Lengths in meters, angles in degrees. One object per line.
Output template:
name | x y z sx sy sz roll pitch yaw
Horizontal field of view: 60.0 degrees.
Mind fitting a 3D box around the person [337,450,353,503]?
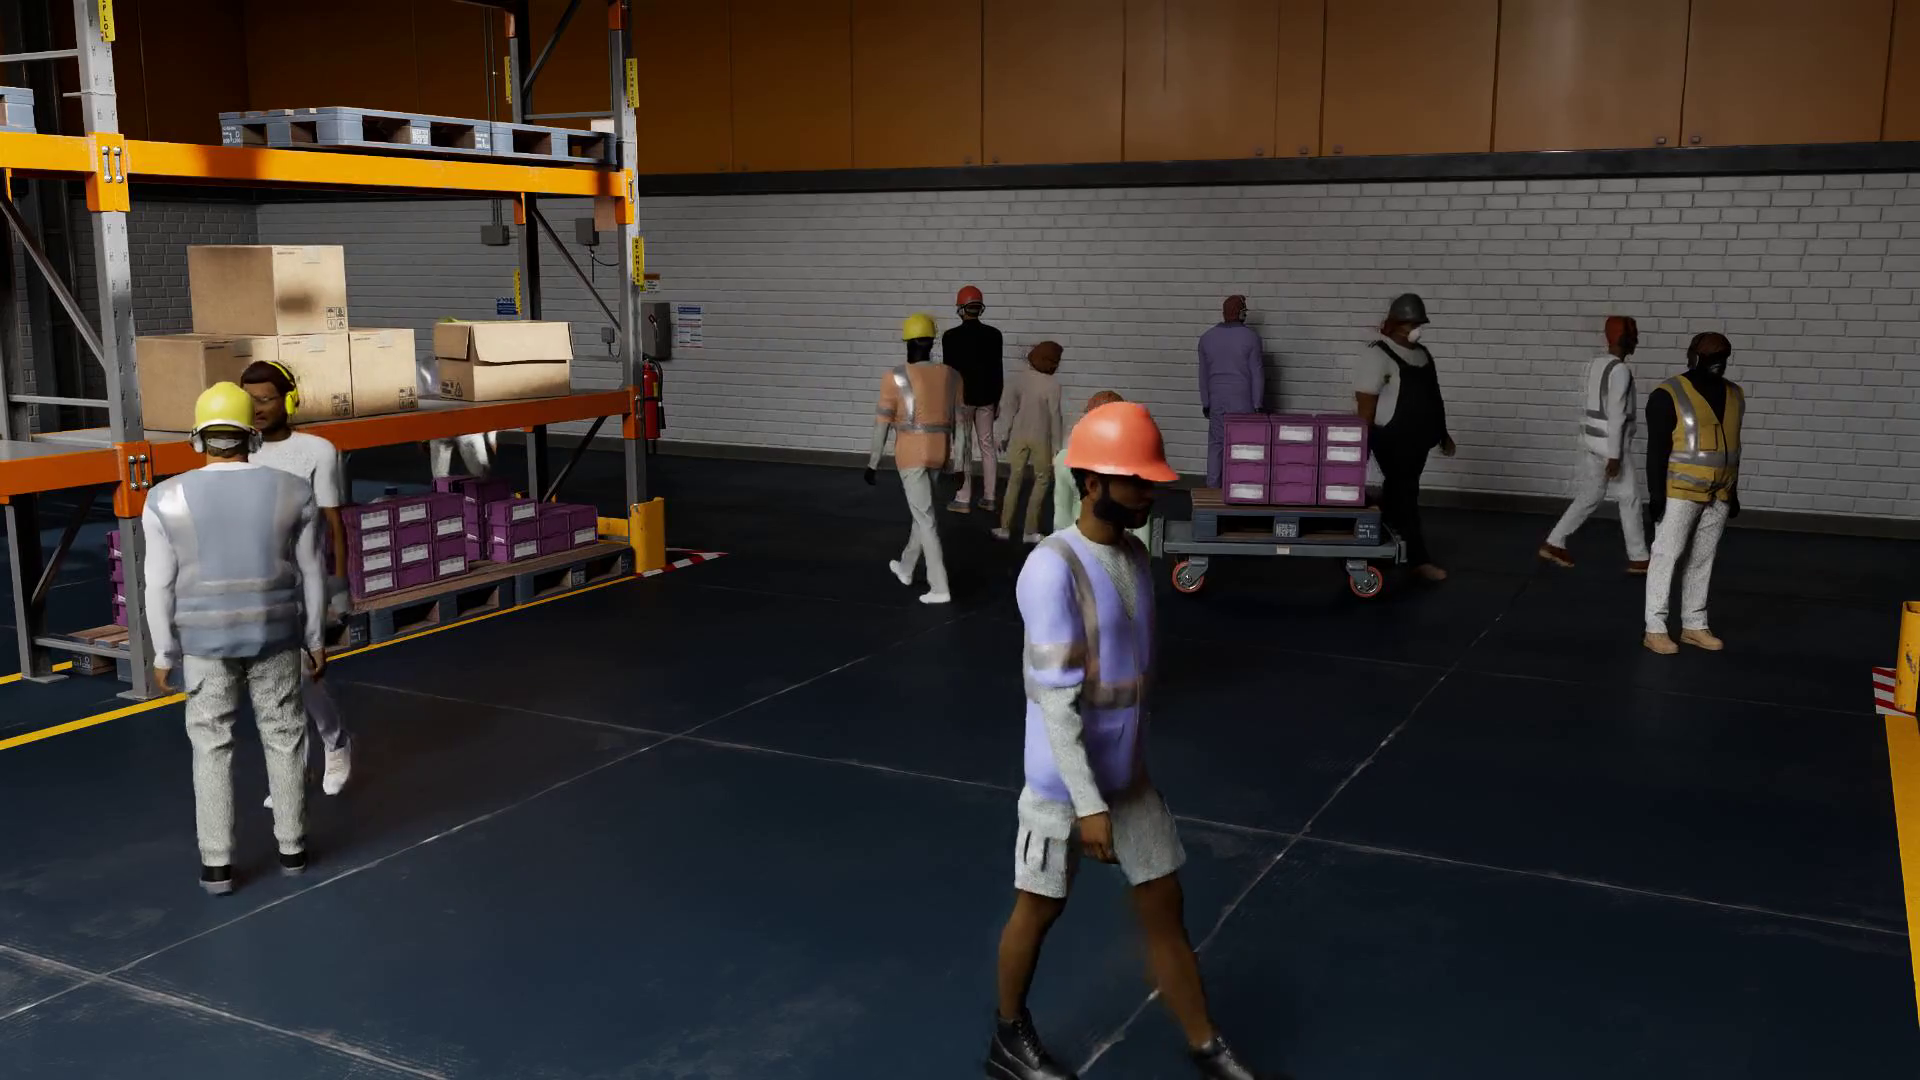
person | -5.162 -1.028 13.658 0.594 1.924 0.383 3 10 15

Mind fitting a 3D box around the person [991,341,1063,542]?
person | 0.542 -0.776 13.154 0.654 1.596 0.385 9 13 42

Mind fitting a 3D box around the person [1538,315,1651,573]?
person | 4.635 -0.681 11.886 0.881 1.851 0.592 0 10 2

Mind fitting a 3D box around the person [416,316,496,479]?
person | -3.920 -0.826 12.864 0.617 1.805 0.460 0 10 -2

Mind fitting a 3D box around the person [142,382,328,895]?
person | -2.588 0.357 5.989 0.604 1.828 0.428 -5 11 -26

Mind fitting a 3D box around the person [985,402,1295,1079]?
person | 0.437 0.605 4.289 0.927 1.896 0.559 9 13 41

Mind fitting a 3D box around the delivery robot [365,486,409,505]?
delivery robot | -4.194 -0.153 12.287 0.477 0.478 0.707 8 12 38

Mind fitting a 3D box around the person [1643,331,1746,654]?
person | 4.205 -0.266 9.500 0.634 1.839 0.429 -3 10 -18

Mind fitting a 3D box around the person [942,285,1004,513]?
person | 0.095 -1.238 14.670 0.616 1.993 0.395 -5 11 -29

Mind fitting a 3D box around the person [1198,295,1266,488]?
person | 2.462 -1.244 14.967 0.639 1.909 0.409 7 12 36

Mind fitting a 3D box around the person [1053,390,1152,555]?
person | 0.685 0.092 8.055 0.497 1.626 0.287 4 11 22

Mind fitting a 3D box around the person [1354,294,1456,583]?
person | 3.164 -0.762 11.785 0.686 2.000 0.891 -8 13 -40

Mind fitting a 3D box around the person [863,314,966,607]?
person | -0.297 -0.540 10.961 0.611 1.874 0.966 -6 12 -33

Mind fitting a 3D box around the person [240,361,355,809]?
person | -2.792 0.191 6.817 0.531 1.856 0.392 2 10 14
